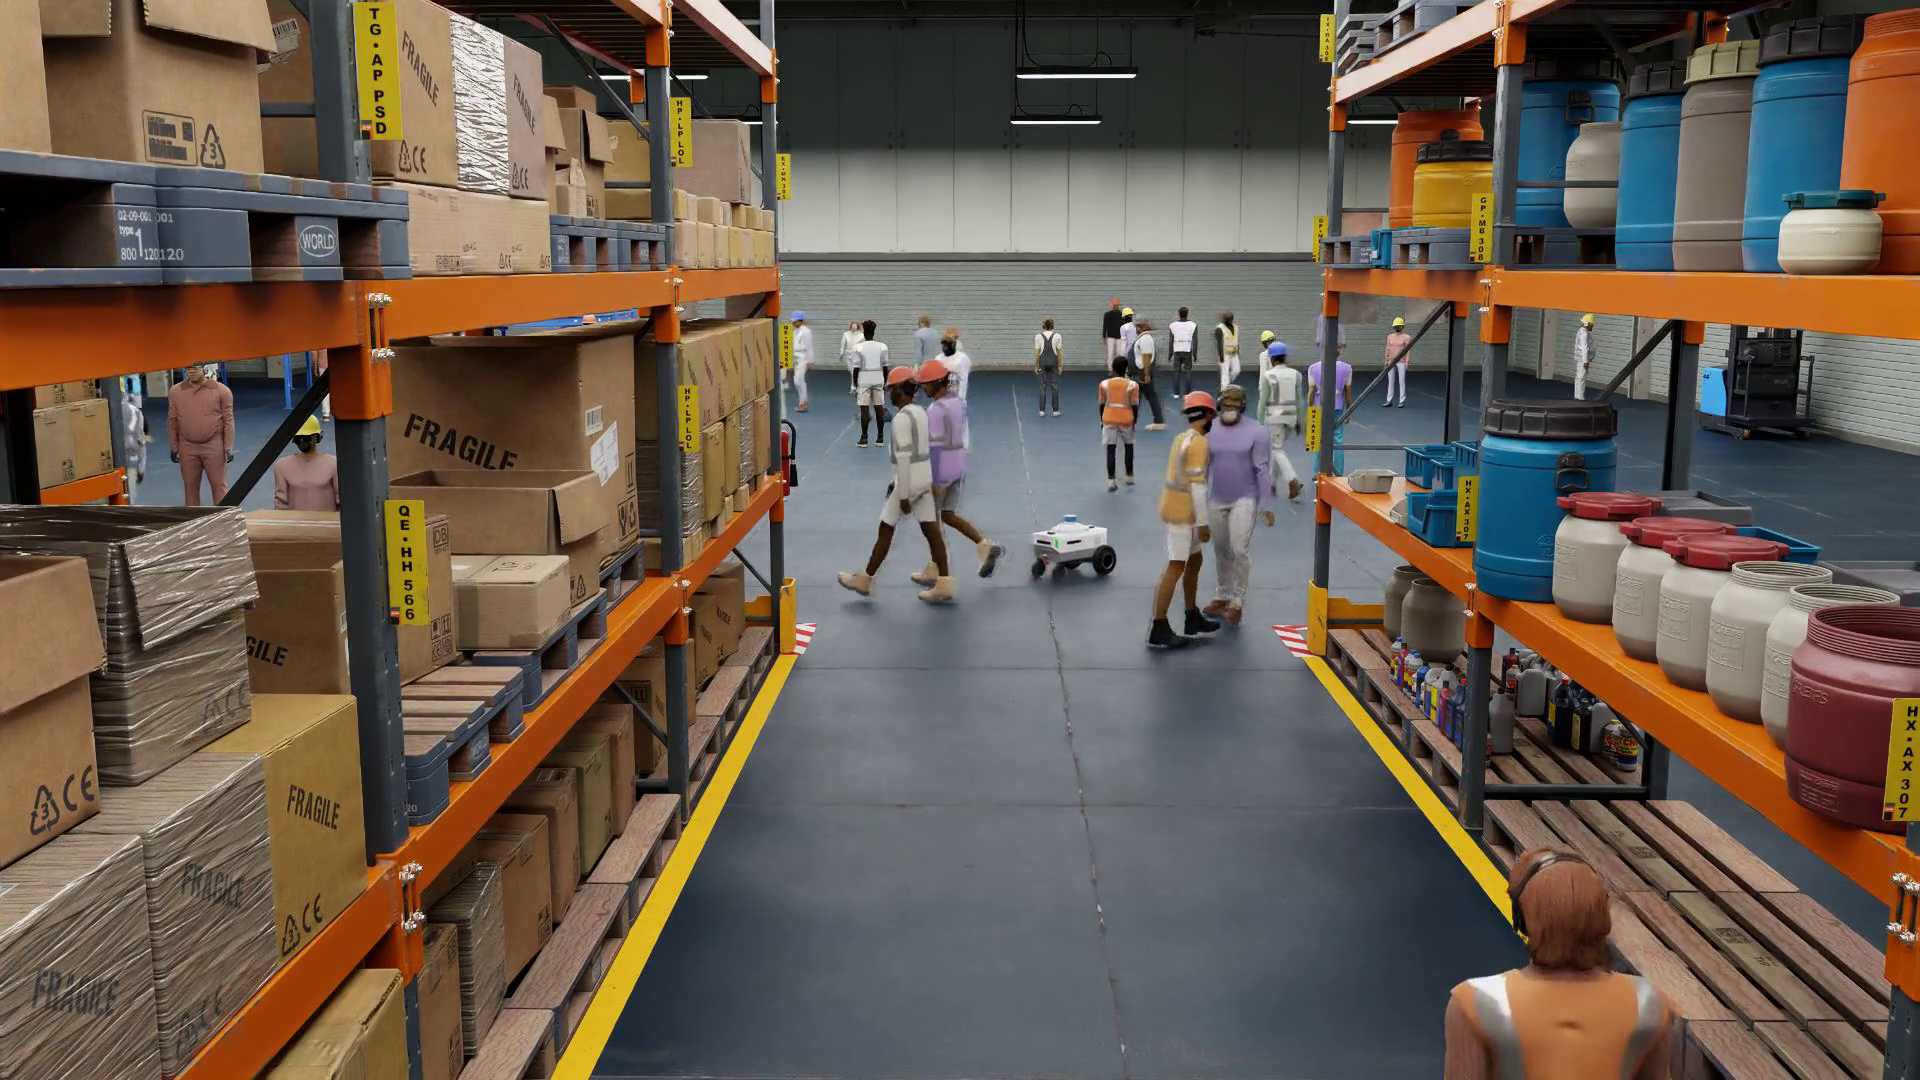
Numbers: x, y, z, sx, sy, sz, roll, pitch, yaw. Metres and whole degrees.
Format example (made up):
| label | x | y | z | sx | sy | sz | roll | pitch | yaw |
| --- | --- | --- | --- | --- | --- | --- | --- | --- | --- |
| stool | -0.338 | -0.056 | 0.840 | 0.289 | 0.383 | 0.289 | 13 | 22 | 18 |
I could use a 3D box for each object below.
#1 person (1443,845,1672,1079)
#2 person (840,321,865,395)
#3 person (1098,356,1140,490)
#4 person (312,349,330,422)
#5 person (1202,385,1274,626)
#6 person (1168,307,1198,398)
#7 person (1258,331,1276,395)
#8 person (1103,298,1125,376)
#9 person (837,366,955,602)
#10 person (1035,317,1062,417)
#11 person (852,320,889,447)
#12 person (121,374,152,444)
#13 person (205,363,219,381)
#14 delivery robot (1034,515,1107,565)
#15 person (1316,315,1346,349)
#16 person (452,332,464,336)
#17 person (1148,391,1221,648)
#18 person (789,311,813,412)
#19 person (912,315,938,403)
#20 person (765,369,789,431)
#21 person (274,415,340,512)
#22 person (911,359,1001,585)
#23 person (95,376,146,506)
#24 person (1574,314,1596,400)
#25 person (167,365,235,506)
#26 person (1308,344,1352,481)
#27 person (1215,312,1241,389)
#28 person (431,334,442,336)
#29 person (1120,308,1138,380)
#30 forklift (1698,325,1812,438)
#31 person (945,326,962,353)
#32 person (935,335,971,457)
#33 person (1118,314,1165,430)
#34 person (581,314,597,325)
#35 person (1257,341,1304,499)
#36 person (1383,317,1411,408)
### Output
| label | x | y | z | sx | sy | sz | roll | pitch | yaw |
| --- | --- | --- | --- | --- | --- | --- | --- | --- | --- |
| person | 1.302 | 1.463 | 3.622 | 0.533 | 1.591 | 0.871 | 0 | 9 | 1 |
| person | -2.309 | -3.975 | 36.207 | 0.516 | 1.587 | 0.895 | 2 | 10 | 13 |
| person | 2.028 | -1.494 | 21.115 | 0.538 | 1.670 | 0.739 | 2 | 10 | 13 |
| person | -11.327 | -3.132 | 29.944 | 0.612 | 1.995 | 0.382 | -3 | 10 | -18 |
| person | 2.145 | -0.282 | 13.164 | 0.721 | 1.889 | 0.828 | 6 | 11 | 31 |
| person | 4.705 | -3.951 | 35.116 | 0.626 | 1.910 | 0.400 | 1 | 10 | 8 |
| person | 4.957 | -2.479 | 26.742 | 0.524 | 1.759 | 0.337 | -9 | 13 | -43 |
| person | 3.910 | -5.076 | 41.665 | 0.635 | 1.957 | 0.889 | 0 | 9 | 2 |
| person | -0.522 | -0.475 | 14.054 | 1.089 | 1.974 | 0.620 | 4 | 10 | 20 |
| person | 1.647 | -3.227 | 30.954 | 0.506 | 1.847 | 0.343 | 1 | 10 | 5 |
| person | -1.399 | -2.429 | 25.817 | 0.604 | 1.966 | 0.367 | -4 | 10 | -24 |
| person | -13.104 | -2.311 | 26.033 | 0.743 | 1.664 | 0.541 | -3 | 10 | -17 |
| person | -13.400 | -3.009 | 29.619 | 0.318 | 1.865 | 0.520 | 1 | 10 | 8 |
| delivery robot | 1.015 | 0.013 | 15.256 | 0.707 | 0.478 | 0.477 | -8 | 13 | -41 |
| person | 9.153 | -4.880 | 40.811 | 0.679 | 1.854 | 0.979 | 8 | 12 | 40 |
| person | -8.959 | -3.035 | 29.749 | 0.551 | 1.885 | 0.985 | -3 | 10 | -17 |
| person | 1.722 | -0.169 | 12.516 | 0.708 | 1.880 | 0.587 | -1 | 10 | -6 |
| person | -3.084 | -3.416 | 31.819 | 0.478 | 1.931 | 0.648 | -6 | 11 | -34 |
| person | -0.665 | -3.285 | 31.251 | 1.028 | 1.871 | 0.630 | 9 | 13 | 42 |
| person | -3.025 | -2.556 | 26.951 | 0.541 | 1.834 | 0.773 | 4 | 10 | 22 |
| person | -4.746 | -0.056 | 12.204 | 0.535 | 1.767 | 0.317 | -1 | 10 | -9 |
| person | -0.044 | -0.596 | 14.737 | 0.745 | 2.011 | 0.658 | 4 | 10 | 22 |
| person | -8.275 | -0.750 | 16.258 | 0.591 | 1.808 | 0.830 | -5 | 11 | -27 |
| person | 12.512 | -3.607 | 33.307 | 0.403 | 1.822 | 0.588 | 2 | 10 | 12 |
| person | -7.880 | -0.972 | 17.271 | 0.651 | 1.907 | 0.409 | -2 | 10 | -11 |
| person | 4.807 | -1.677 | 21.683 | 0.564 | 1.842 | 0.390 | 1 | 10 | 4 |
| person | 5.692 | -3.926 | 35.250 | 0.640 | 1.820 | 0.443 | -6 | 11 | -34 |
| person | -8.439 | -2.410 | 26.034 | 0.827 | 1.868 | 0.655 | -5 | 11 | -28 |
| person | 3.499 | -3.849 | 34.474 | 0.587 | 1.916 | 0.393 | -9 | 13 | -43 |
| forklift | 13.248 | -3.165 | 27.620 | 1.129 | 2.768 | 1.873 | 0 | 9 | 1 |
| person | -0.137 | -3.304 | 32.085 | 0.381 | 1.620 | 0.518 | 8 | 13 | 41 |
| person | -0.172 | -2.080 | 24.241 | 0.624 | 1.791 | 0.954 | 6 | 11 | 30 |
| person | 3.036 | -2.865 | 28.333 | 1.032 | 2.000 | 0.694 | 2 | 10 | 10 |
| person | -6.650 | -3.103 | 29.937 | 0.544 | 1.939 | 0.354 | 4 | 10 | 22 |
| person | 3.917 | -1.456 | 20.192 | 0.614 | 1.910 | 0.912 | -5 | 11 | -28 |
| person | 8.646 | -3.511 | 32.899 | 0.523 | 1.769 | 0.309 | 8 | 12 | 39 |
